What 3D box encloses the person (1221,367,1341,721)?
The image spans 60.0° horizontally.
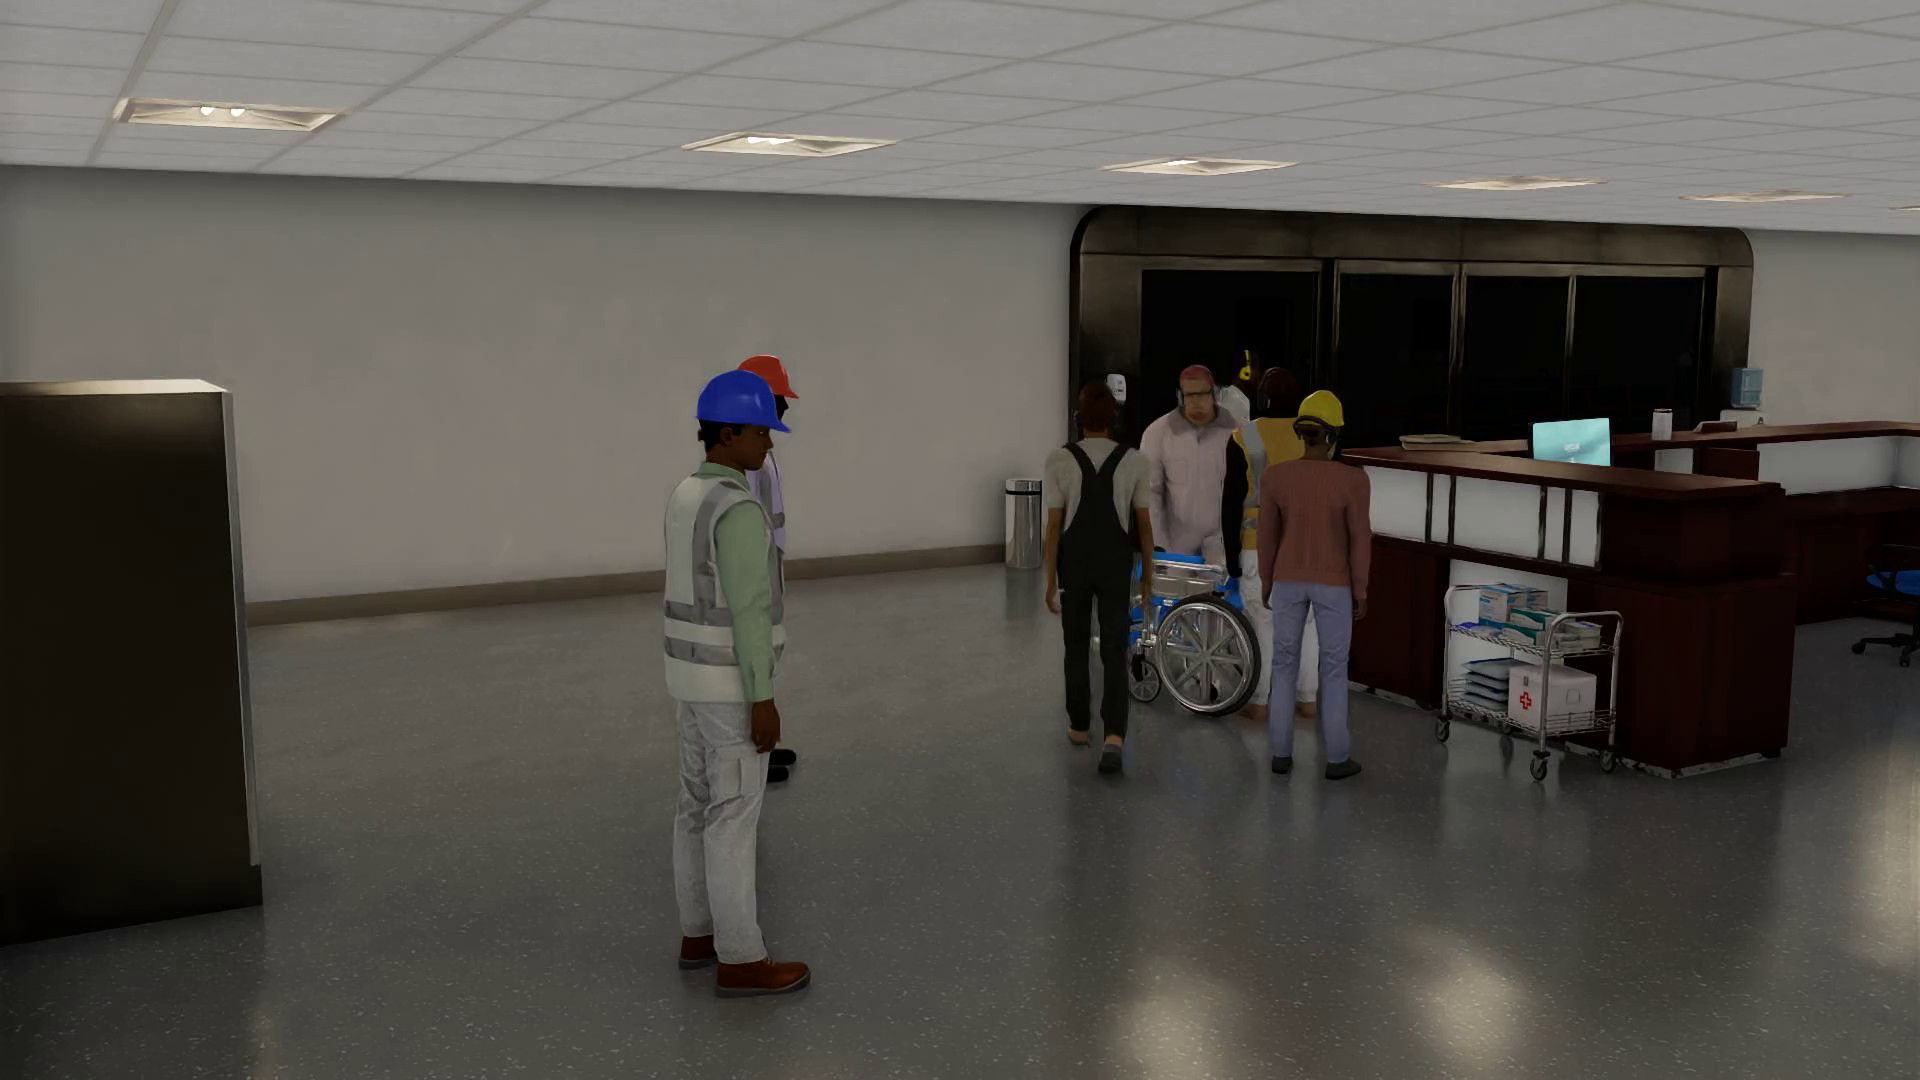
[{"bbox_3d":[1.645,0.028,8.635,0.626,1.841,0.429,-2,8,-11],"label":"person"}]

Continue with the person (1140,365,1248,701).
[{"bbox_3d":[1.323,-0.047,9.180,0.654,1.827,1.029,1,8,5],"label":"person"}]

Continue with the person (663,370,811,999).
[{"bbox_3d":[-0.725,0.443,5.223,0.402,1.942,0.604,-4,9,-28],"label":"person"}]

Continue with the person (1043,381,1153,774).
[{"bbox_3d":[0.651,0.163,7.782,0.522,1.811,0.930,0,8,0],"label":"person"}]

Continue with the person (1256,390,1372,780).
[{"bbox_3d":[1.612,0.204,7.591,0.526,1.768,0.331,4,9,28],"label":"person"}]

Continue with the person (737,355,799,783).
[{"bbox_3d":[-0.918,0.128,7.571,0.389,1.928,0.549,0,8,0],"label":"person"}]
